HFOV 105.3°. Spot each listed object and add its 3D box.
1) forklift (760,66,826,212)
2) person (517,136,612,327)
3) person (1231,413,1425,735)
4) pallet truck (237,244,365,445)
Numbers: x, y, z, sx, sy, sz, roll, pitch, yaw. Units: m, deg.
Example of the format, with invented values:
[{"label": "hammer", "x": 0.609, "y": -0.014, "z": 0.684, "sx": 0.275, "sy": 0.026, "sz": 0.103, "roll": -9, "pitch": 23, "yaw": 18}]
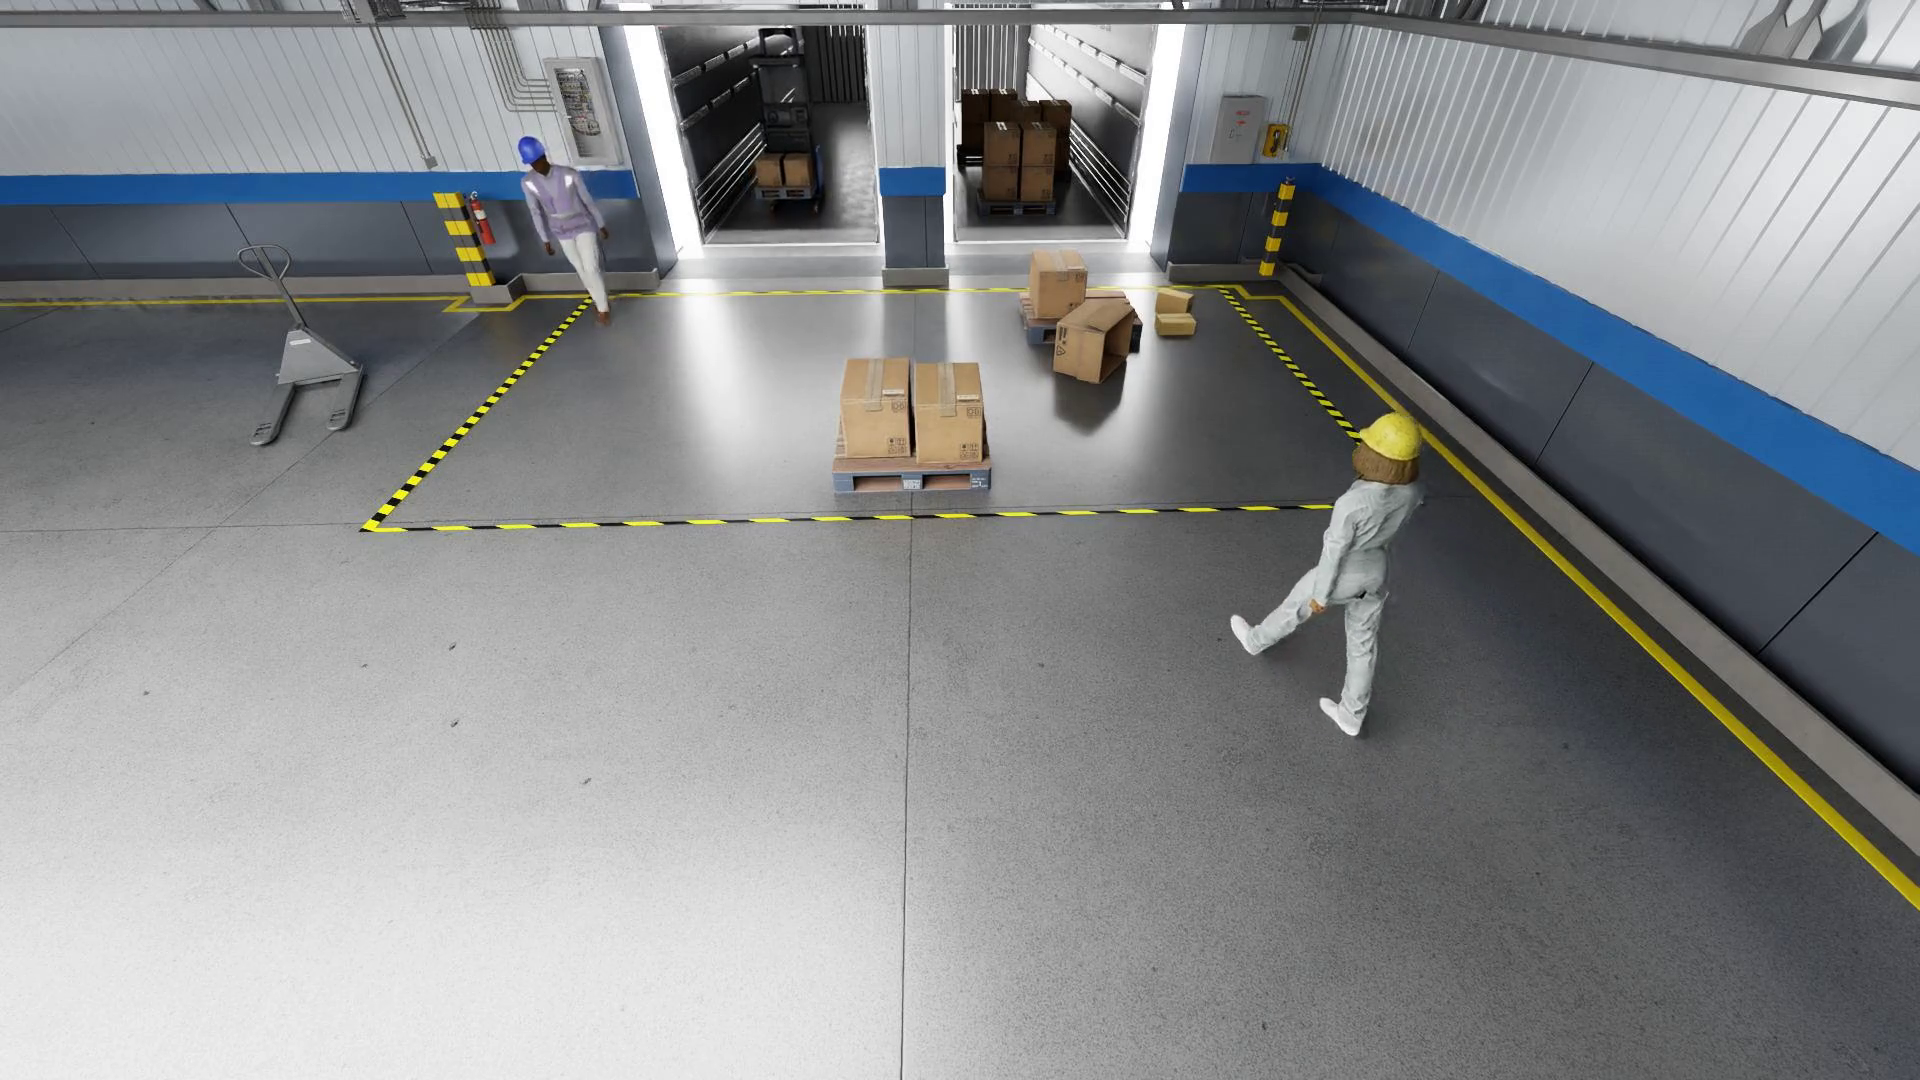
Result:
[{"label": "forklift", "x": -2.675, "y": -6.545, "z": 11.786, "sx": 0.716, "sy": 2.013, "sz": 0.776, "roll": -1, "pitch": 38, "yaw": -2}, {"label": "person", "x": -4.107, "y": -3.244, "z": 7.754, "sx": 0.629, "sy": 1.881, "sz": 0.756, "roll": -4, "pitch": 39, "yaw": -5}, {"label": "person", "x": 1.885, "y": 0.129, "z": 3.642, "sx": 0.484, "sy": 1.699, "sz": 0.902, "roll": -10, "pitch": 40, "yaw": -13}, {"label": "pallet truck", "x": -5.915, "y": -1.733, "z": 6.366, "sx": 0.680, "sy": 1.201, "sz": 1.601, "roll": -18, "pitch": 42, "yaw": -21}]
